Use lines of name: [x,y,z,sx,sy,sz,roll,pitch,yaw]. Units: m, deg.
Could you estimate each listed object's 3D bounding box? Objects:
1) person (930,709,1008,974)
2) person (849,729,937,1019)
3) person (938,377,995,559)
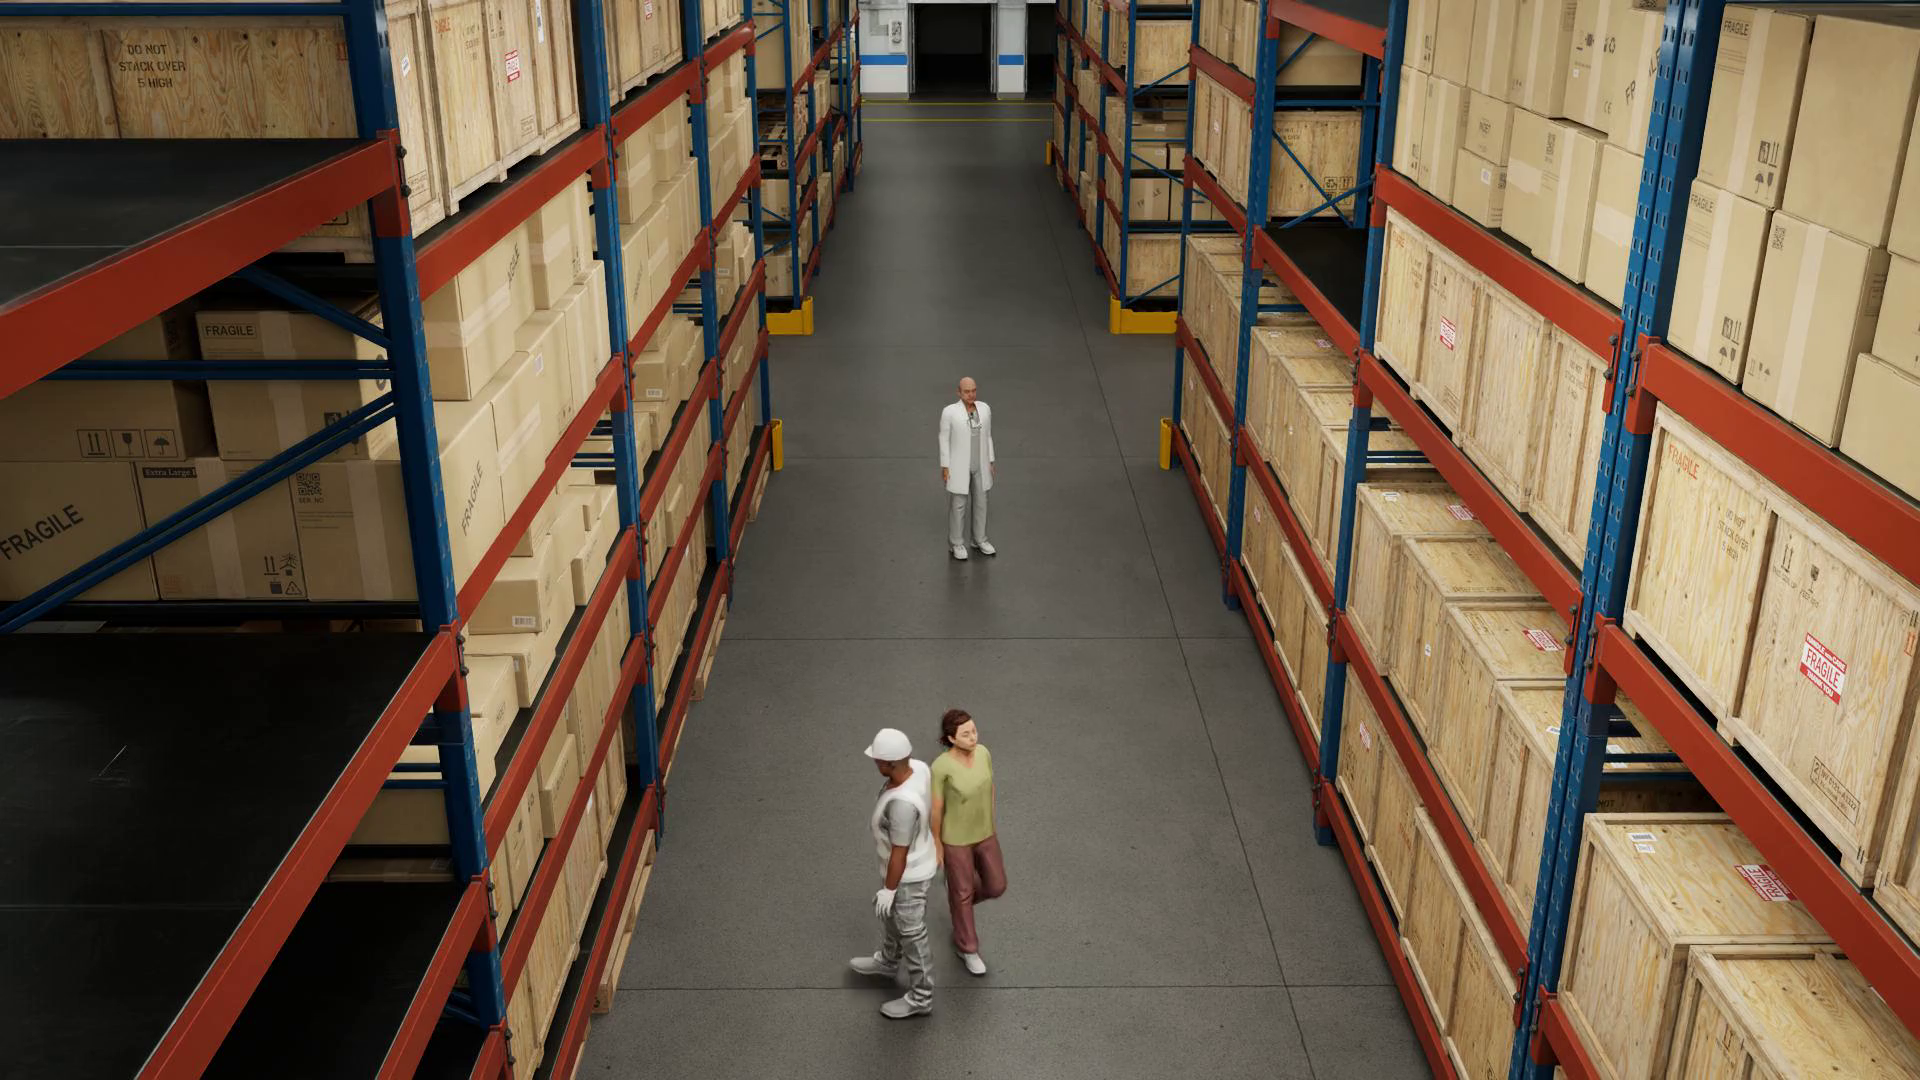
person: [0.026,1.783,10.094,0.455,1.663,0.603,-14,25,-31]
person: [-0.405,1.900,9.621,0.548,1.779,0.633,0,22,0]
person: [0.106,-0.709,16.288,0.571,1.780,0.410,-10,24,-23]
